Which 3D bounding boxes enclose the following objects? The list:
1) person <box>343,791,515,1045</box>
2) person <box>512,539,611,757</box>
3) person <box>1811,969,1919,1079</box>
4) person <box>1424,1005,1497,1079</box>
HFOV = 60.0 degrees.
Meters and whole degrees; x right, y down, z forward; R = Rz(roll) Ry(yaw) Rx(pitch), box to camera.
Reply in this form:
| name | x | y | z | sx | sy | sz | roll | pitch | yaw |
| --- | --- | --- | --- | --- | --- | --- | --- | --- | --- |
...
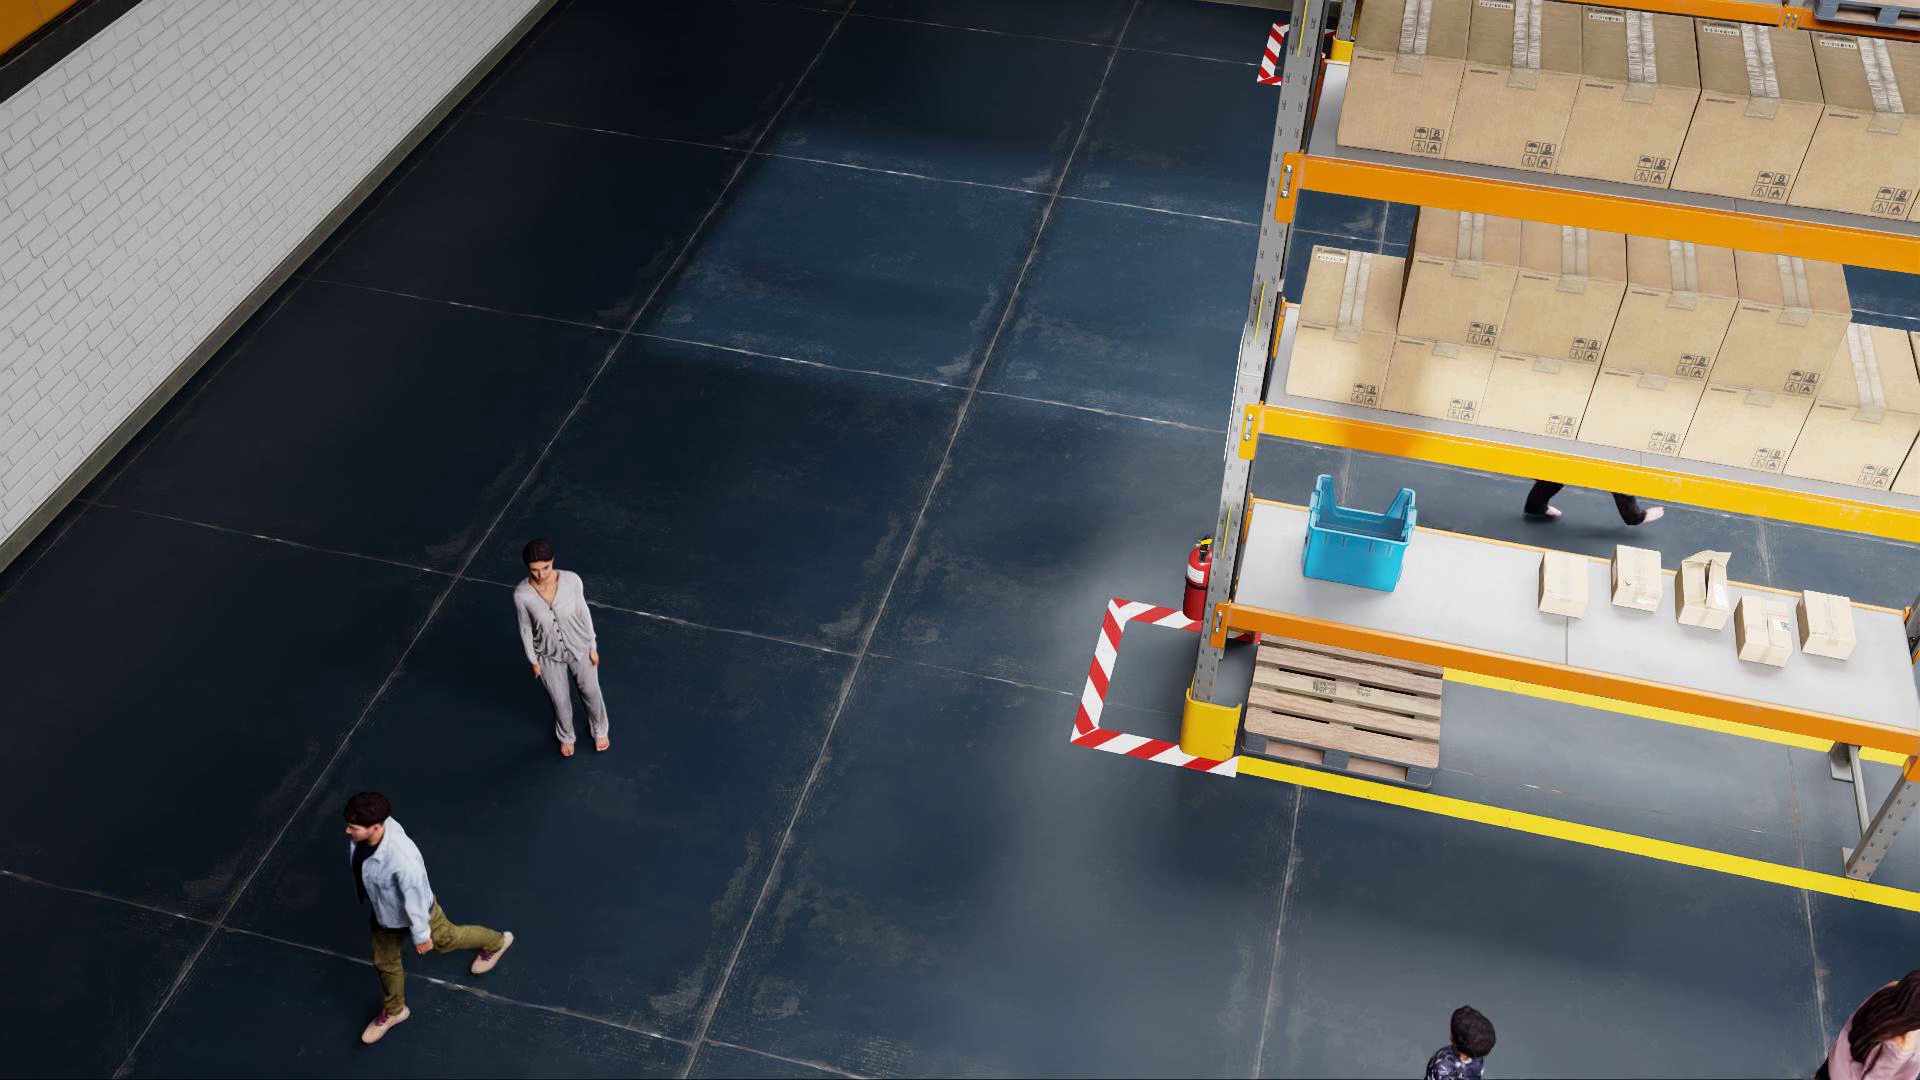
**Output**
| name | x | y | z | sx | sy | sz | roll | pitch | yaw |
| --- | --- | --- | --- | --- | --- | --- | --- | --- | --- |
| person | -2.849 | 1.904 | 8.810 | 1.232 | 1.770 | 1.128 | 35 | 53 | 31 |
| person | -2.420 | 0.643 | 10.134 | 0.634 | 1.770 | 0.728 | -14 | 45 | -14 |
| person | 4.222 | 2.605 | 8.070 | 0.998 | 1.775 | 0.650 | 12 | 45 | 13 |
| person | 2.469 | 2.760 | 8.296 | 0.755 | 1.239 | 0.829 | -25 | 49 | -24 |
